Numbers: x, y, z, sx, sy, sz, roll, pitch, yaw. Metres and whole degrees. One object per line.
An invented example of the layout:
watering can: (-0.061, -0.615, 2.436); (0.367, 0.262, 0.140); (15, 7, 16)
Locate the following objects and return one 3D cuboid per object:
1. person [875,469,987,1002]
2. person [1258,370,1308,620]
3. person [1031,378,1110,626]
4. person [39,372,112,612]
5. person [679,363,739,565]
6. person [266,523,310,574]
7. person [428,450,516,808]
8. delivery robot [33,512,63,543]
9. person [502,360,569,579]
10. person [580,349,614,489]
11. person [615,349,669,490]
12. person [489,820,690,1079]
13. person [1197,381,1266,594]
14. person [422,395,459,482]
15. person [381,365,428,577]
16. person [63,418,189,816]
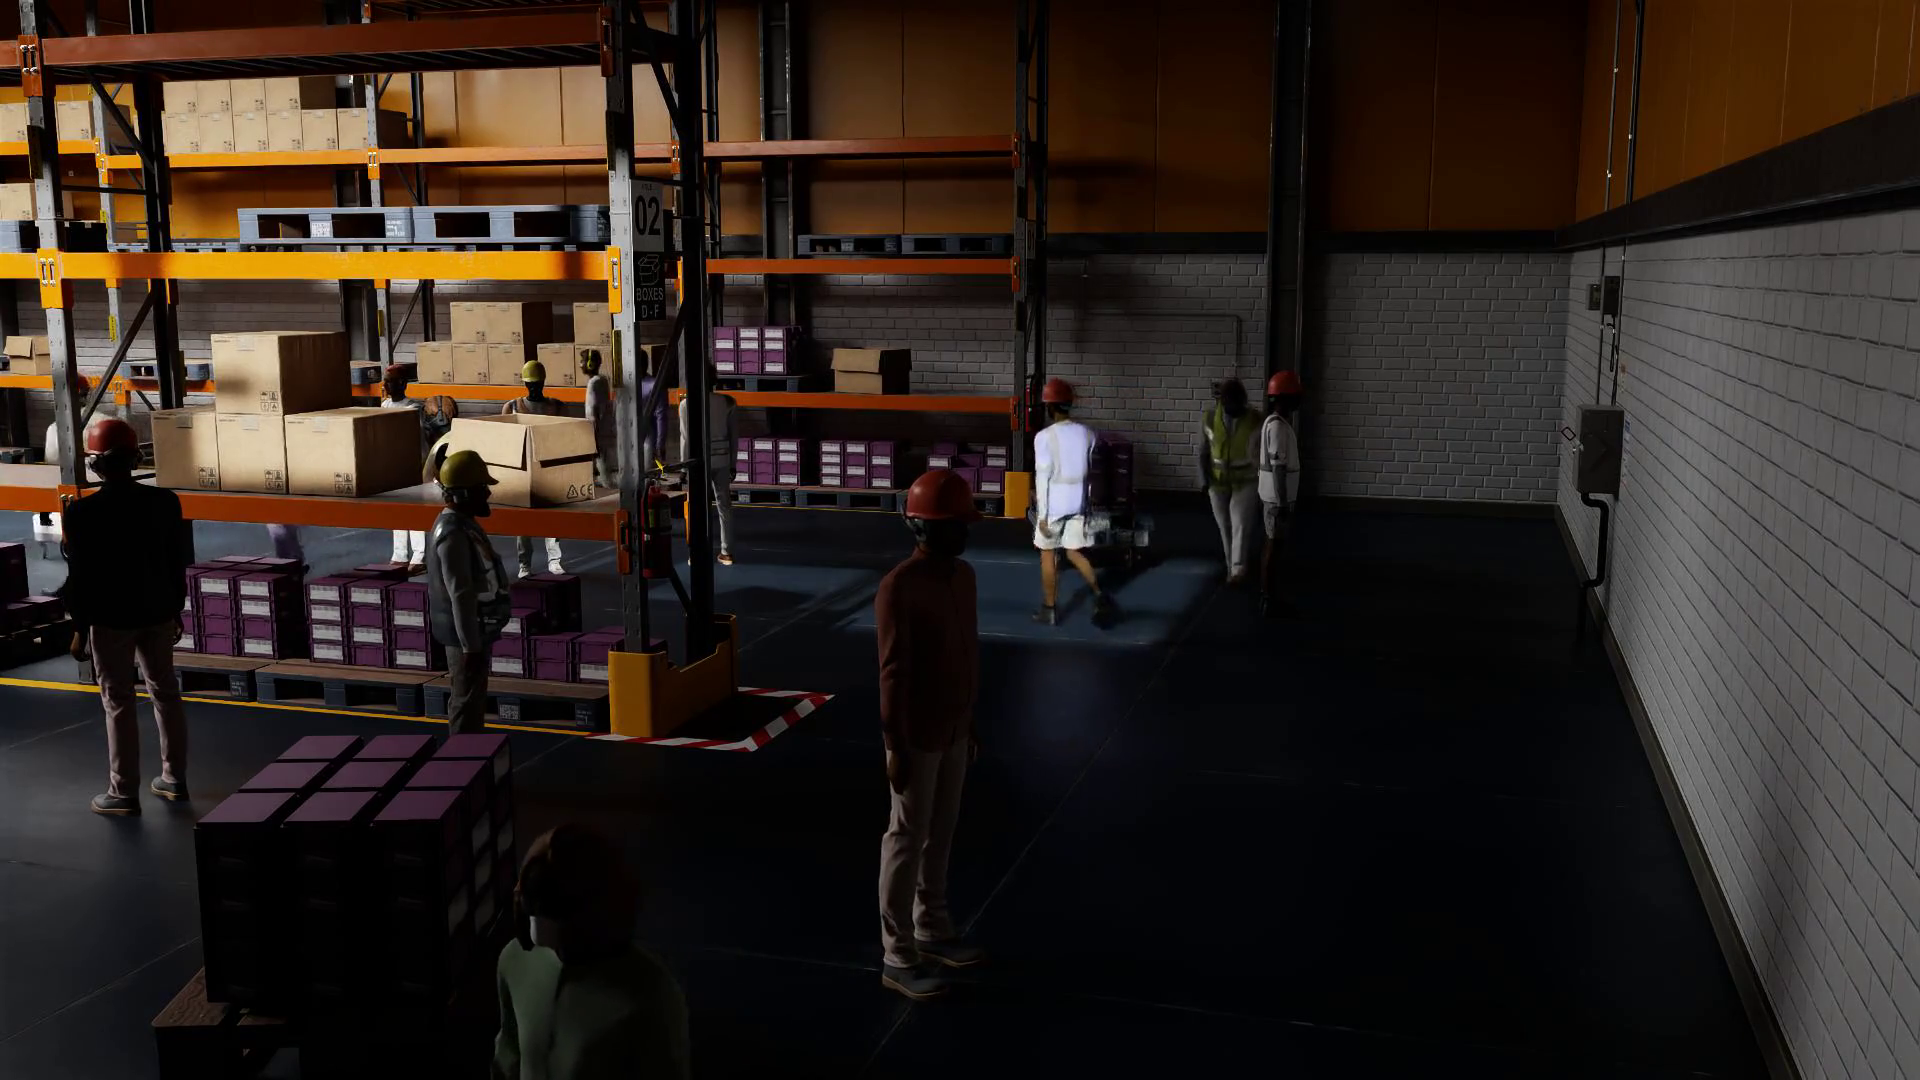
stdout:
person: (-0.091, 0.719, 6.320); (0.395, 1.994, 0.613); (5, 11, 29)
person: (2.516, -0.354, 13.020); (0.354, 1.942, 0.545); (1, 9, 7)
person: (0.815, -0.259, 12.520); (0.552, 1.915, 0.708); (-6, 11, -31)
person: (-6.876, -0.347, 12.990); (1.040, 1.932, 0.638); (3, 10, 17)
person: (-2.301, -0.689, 15.240); (0.574, 1.884, 0.356); (-6, 11, -32)
person: (-5.870, -0.528, 14.237); (0.428, 1.887, 0.674); (2, 10, 14)
person: (-2.463, 0.460, 8.394); (0.403, 1.833, 0.590); (-3, 10, -18)
delivery robot: (-8.337, -0.134, 15.612); (0.707, 0.478, 0.477); (4, 10, 22)
person: (-3.728, -0.622, 14.702); (0.588, 1.927, 0.370); (-4, 10, -24)
person: (-4.026, -1.156, 18.167); (0.532, 1.851, 0.566); (0, 9, 2)
person: (-3.226, -0.970, 16.829); (0.659, 1.939, 0.396); (6, 11, 31)
person: (-0.757, 1.367, 3.520); (0.514, 1.628, 0.518); (5, 11, 30)
person: (2.323, -0.462, 14.180); (0.622, 1.784, 0.996); (4, 10, 21)
person: (-3.669, -0.123, 11.951); (0.429, 1.837, 0.629); (-3, 10, -15)
person: (-4.965, -0.612, 14.770); (0.576, 1.884, 0.354); (7, 12, 37)
person: (-4.178, 0.384, 8.363); (0.376, 1.995, 0.612); (6, 11, 31)
